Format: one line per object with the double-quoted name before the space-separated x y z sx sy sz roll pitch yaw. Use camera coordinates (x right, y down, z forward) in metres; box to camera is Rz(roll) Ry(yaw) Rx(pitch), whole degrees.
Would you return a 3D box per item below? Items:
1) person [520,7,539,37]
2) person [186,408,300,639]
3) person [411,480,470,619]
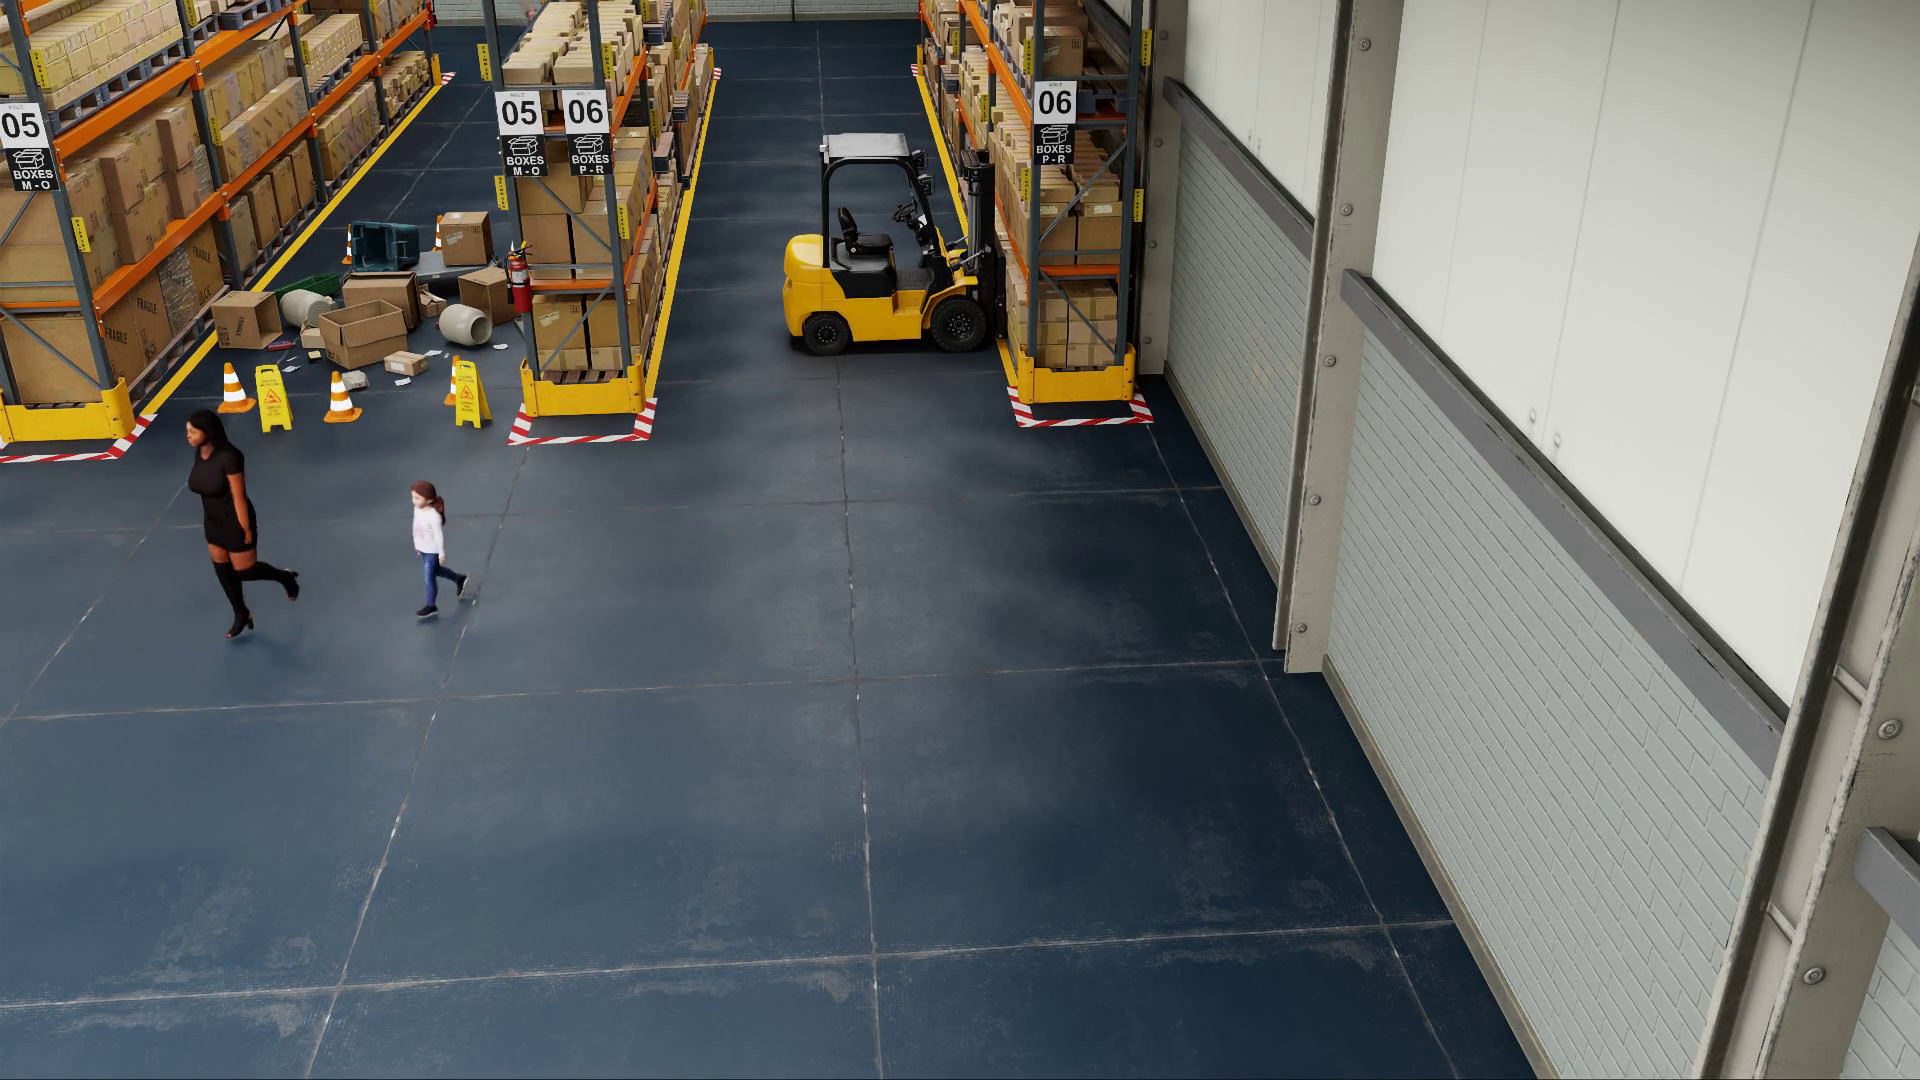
"person" -6.932 -7.756 27.269 0.928 1.815 1.303 -11 29 -20
"person" -5.382 -0.137 12.449 0.913 1.836 1.004 16 32 29
"person" -4.065 0.038 12.917 0.731 1.096 0.778 22 35 36
